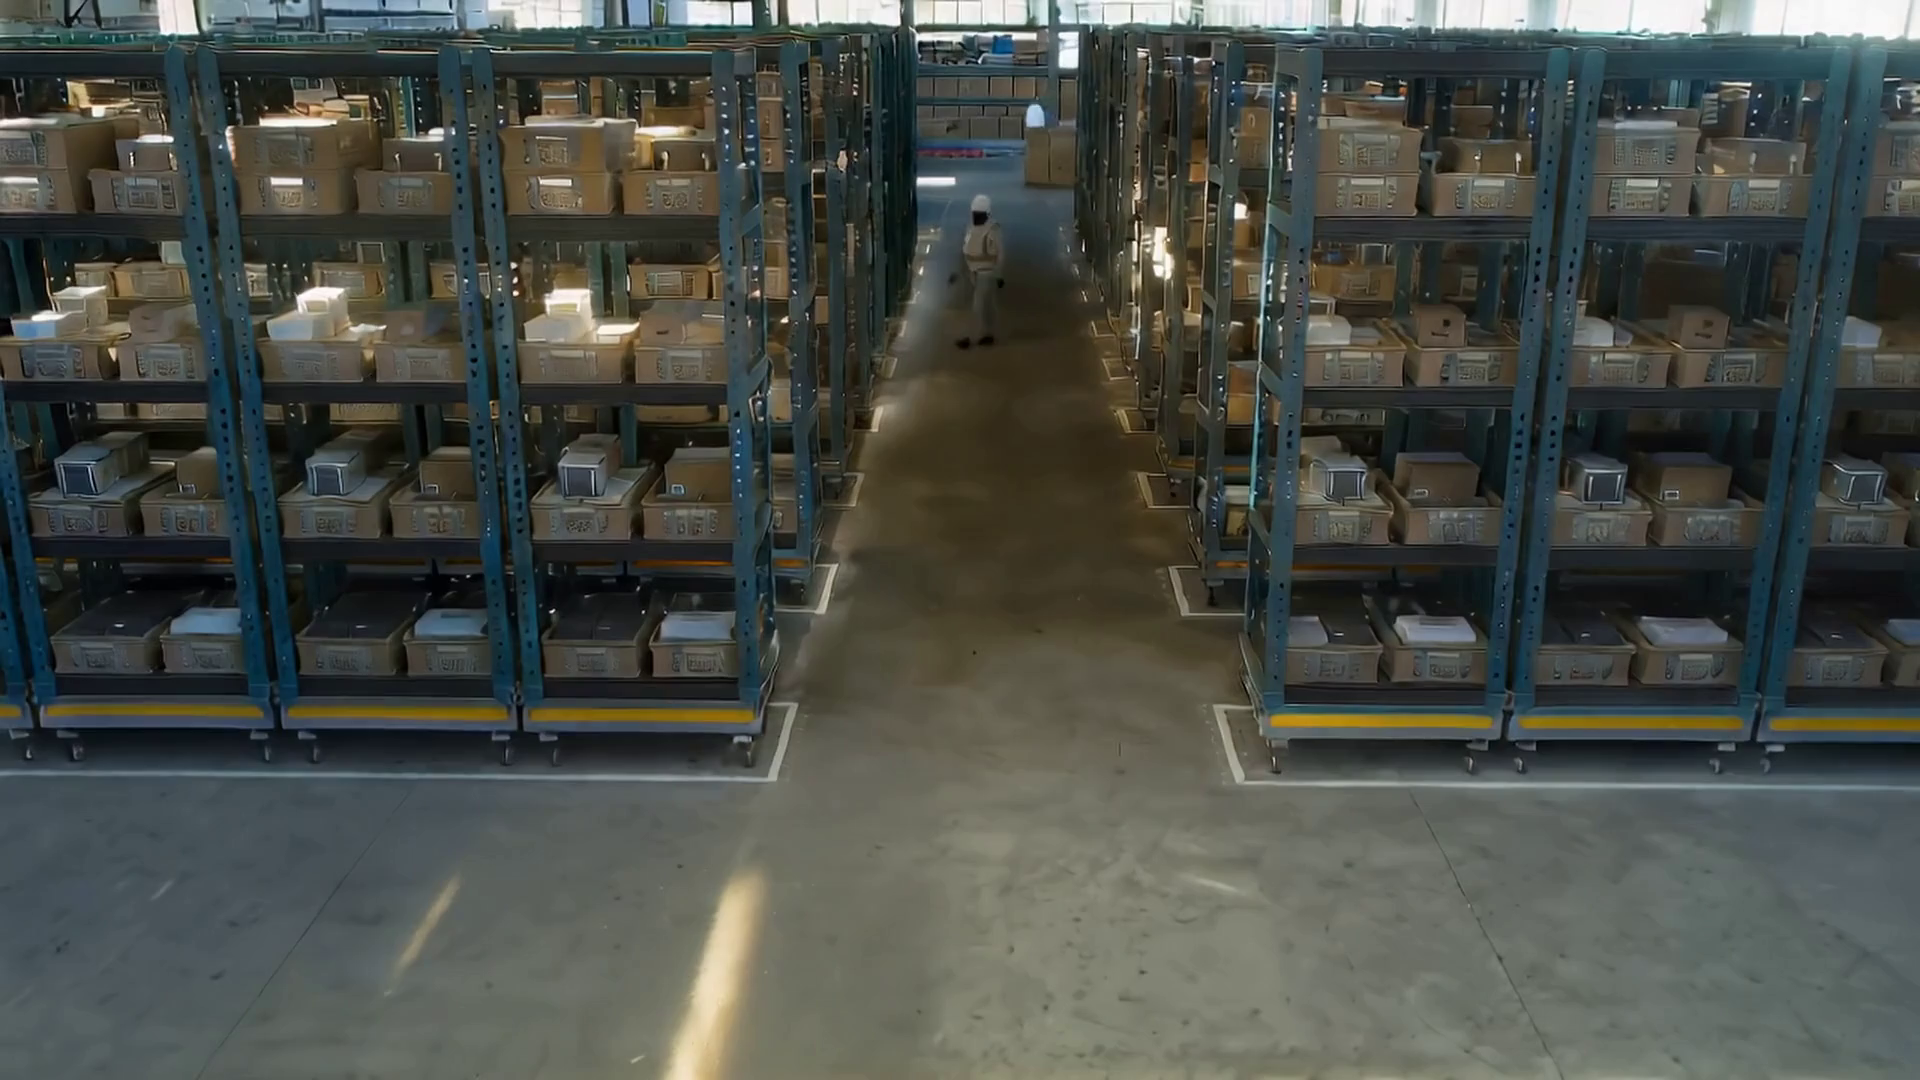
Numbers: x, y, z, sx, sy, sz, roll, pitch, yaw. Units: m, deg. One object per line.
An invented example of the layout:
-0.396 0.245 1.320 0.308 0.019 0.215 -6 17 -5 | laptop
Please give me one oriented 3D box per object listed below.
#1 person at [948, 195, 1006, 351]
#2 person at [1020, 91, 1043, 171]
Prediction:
0.155 -3.095 19.293 0.885 1.782 0.616 -15 23 -39 | person
1.936 -10.361 42.160 0.823 1.972 0.622 -10 20 -28 | person
